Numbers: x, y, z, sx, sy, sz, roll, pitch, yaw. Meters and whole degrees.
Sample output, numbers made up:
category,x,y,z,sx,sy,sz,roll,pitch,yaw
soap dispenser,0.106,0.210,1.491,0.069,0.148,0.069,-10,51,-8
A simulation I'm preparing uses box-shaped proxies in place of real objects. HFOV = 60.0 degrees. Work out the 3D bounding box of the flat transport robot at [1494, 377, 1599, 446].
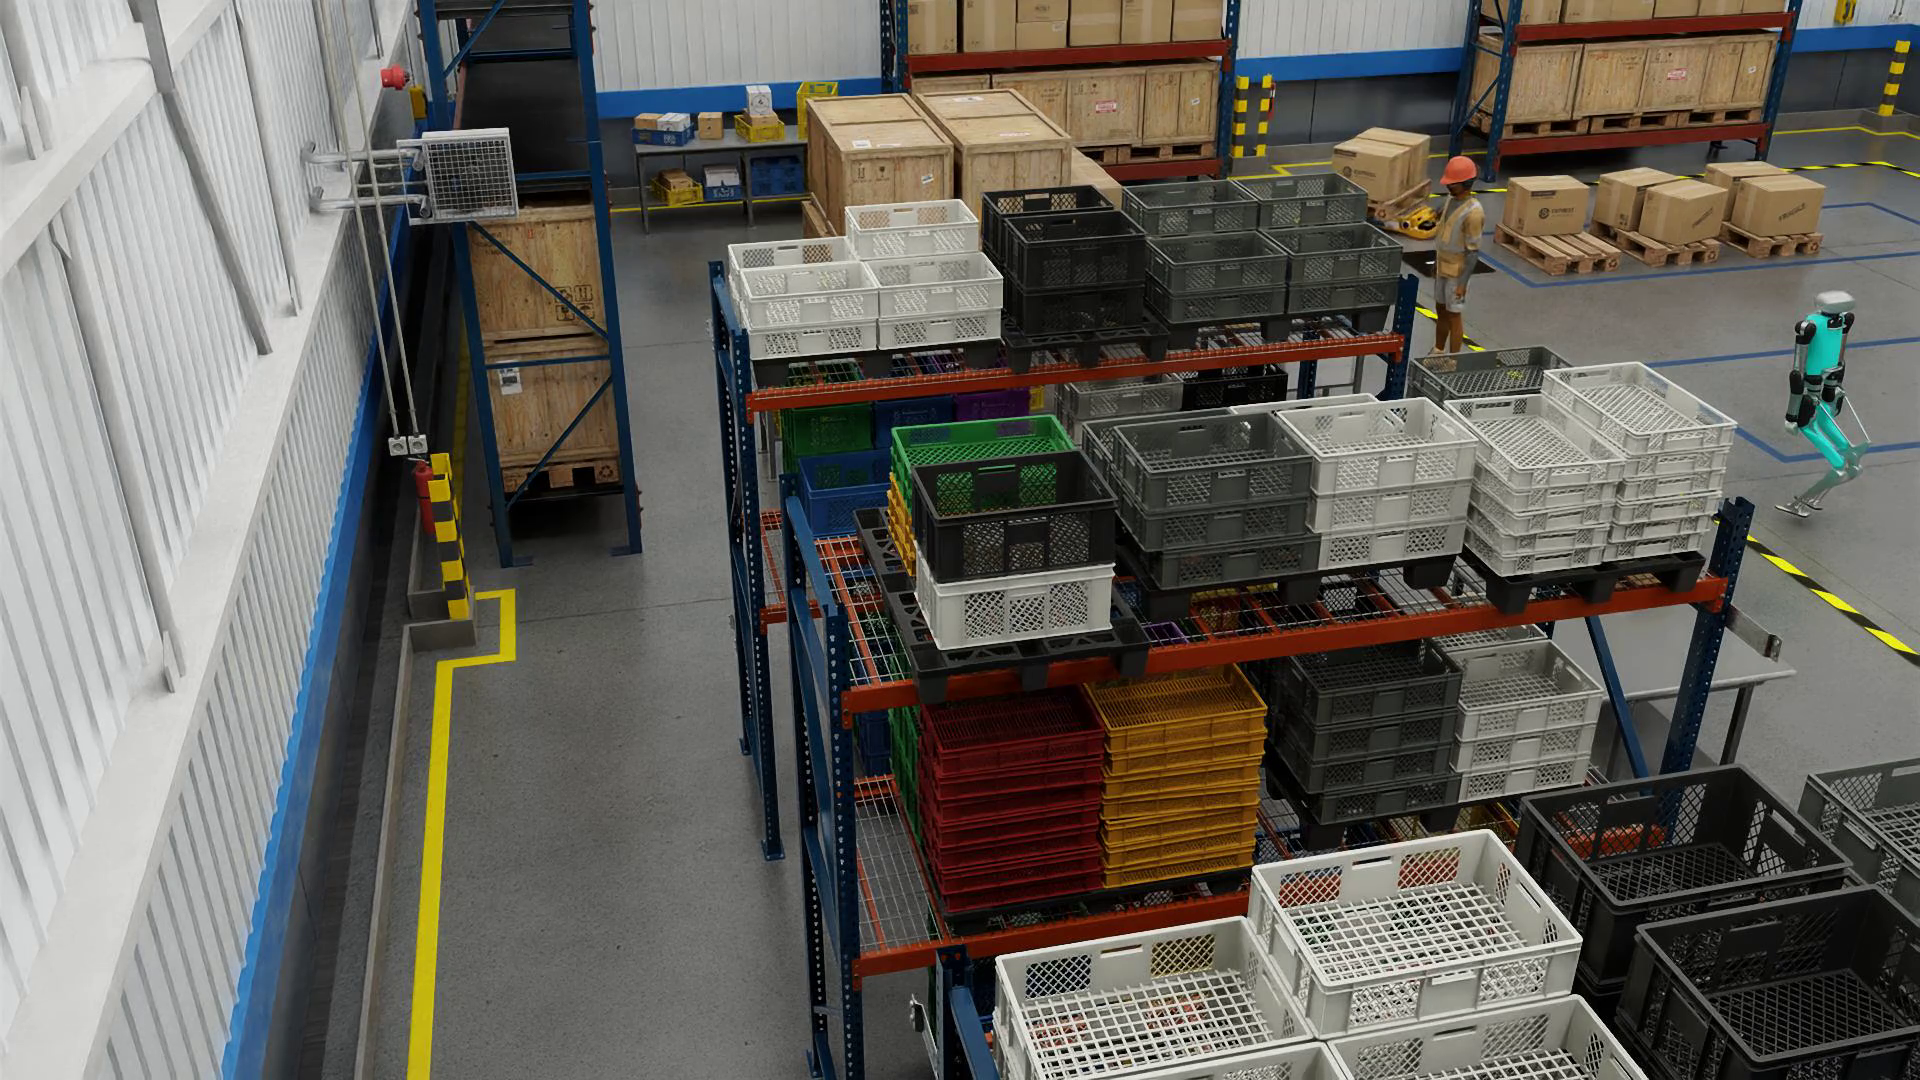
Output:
category,x,y,z,sx,sy,sz,roll,pitch,yaw
flat transport robot,4.780,-1.036,14.013,0.659,0.231,1.431,-6,28,-12

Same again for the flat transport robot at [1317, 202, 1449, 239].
category,x,y,z,sx,sy,sz,roll,pitch,yaw
flat transport robot,4.831,-3.764,19.159,1.431,0.197,0.652,19,33,31

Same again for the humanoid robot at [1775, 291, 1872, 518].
category,x,y,z,sx,sy,sz,roll,pitch,yaw
humanoid robot,6.371,-0.935,12.102,0.533,1.676,0.735,-14,31,-25

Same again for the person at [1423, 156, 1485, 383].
category,x,y,z,sx,sy,sz,roll,pitch,yaw
person,4.322,-2.383,14.678,0.395,2.033,0.604,-4,28,-7
